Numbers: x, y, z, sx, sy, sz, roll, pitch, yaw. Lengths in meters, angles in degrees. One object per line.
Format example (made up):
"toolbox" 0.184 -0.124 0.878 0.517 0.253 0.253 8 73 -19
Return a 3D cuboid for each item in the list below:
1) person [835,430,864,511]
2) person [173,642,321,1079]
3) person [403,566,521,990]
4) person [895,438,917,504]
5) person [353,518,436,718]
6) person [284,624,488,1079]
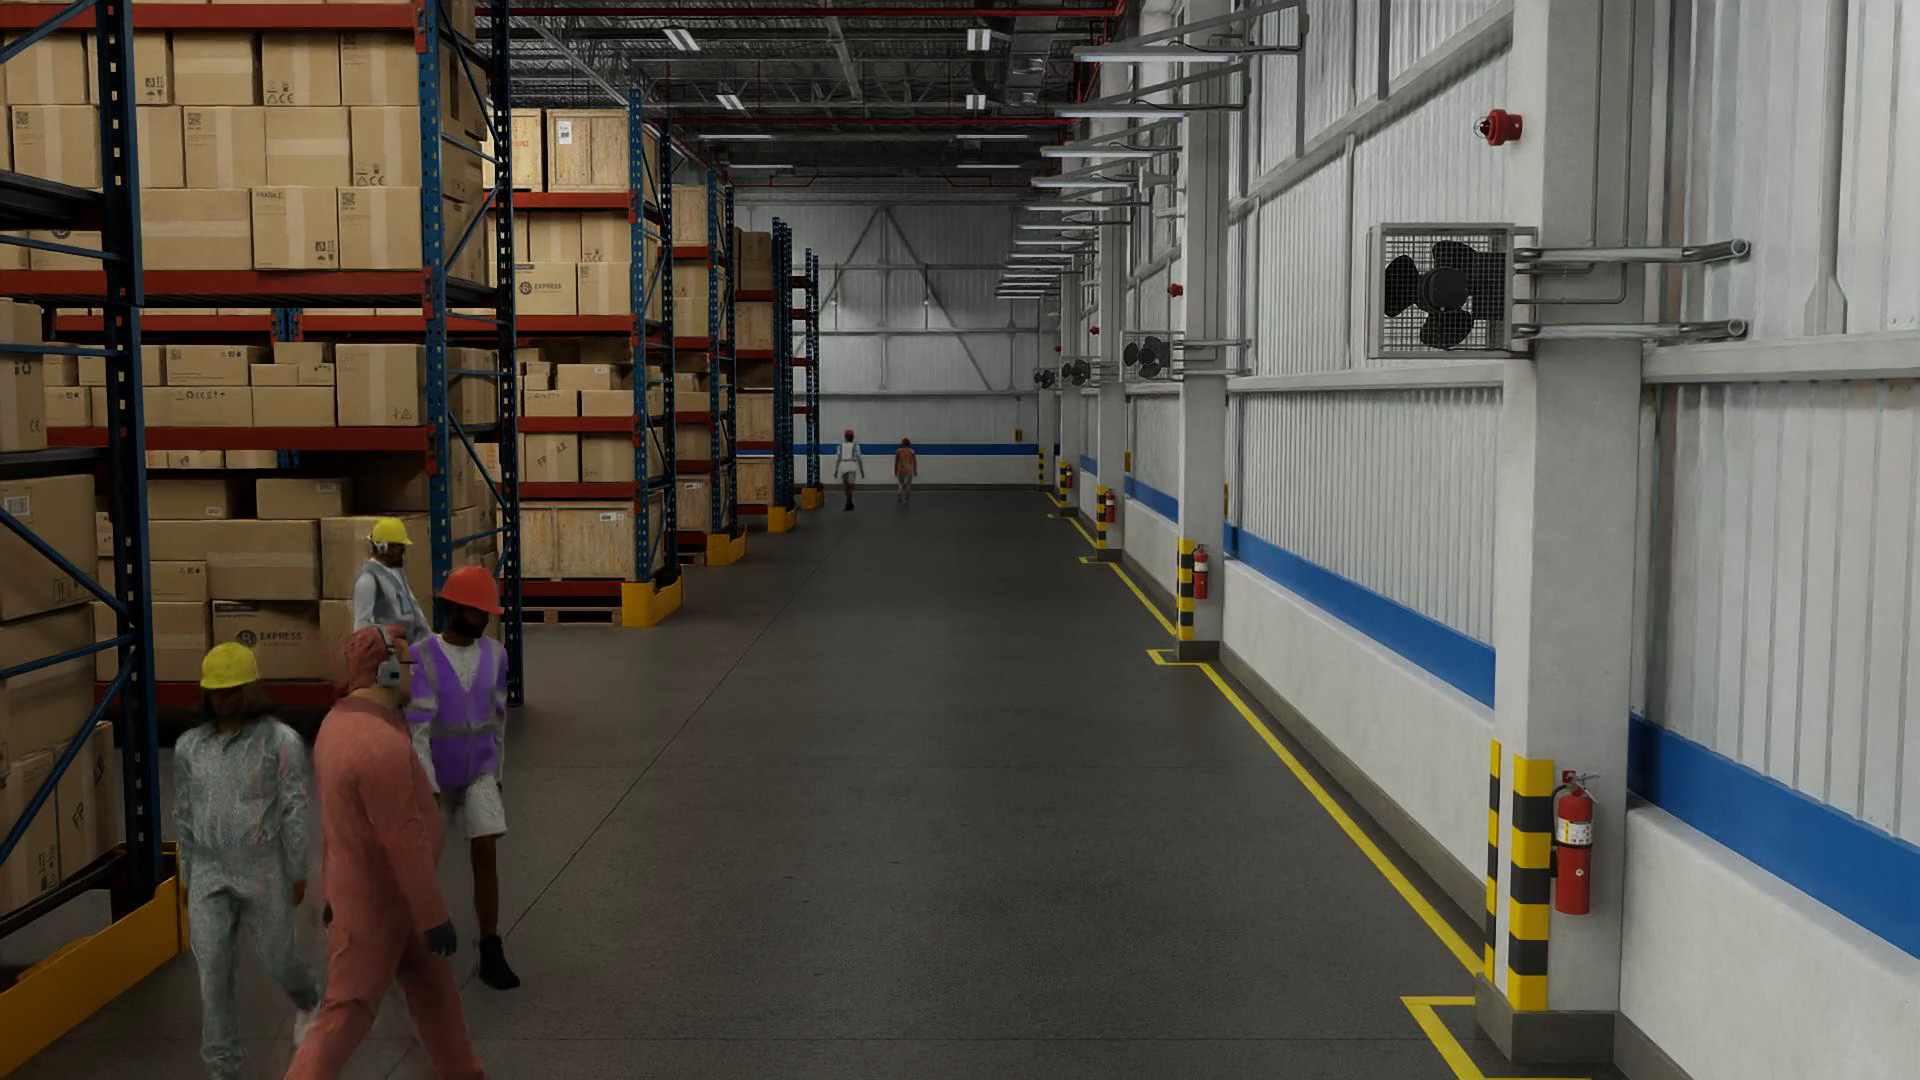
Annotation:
"person" -2.562 -1.614 38.589 0.619 1.865 1.031 1 5 12
"person" -2.693 1.226 6.292 0.493 1.728 0.635 0 5 -2
"person" -2.339 1.039 7.648 0.540 1.884 1.012 -4 6 -39
"person" -1.320 -1.682 40.794 0.532 1.616 0.623 1 5 12
"person" -3.890 0.736 11.631 0.950 1.771 0.595 0 5 -6
"person" -1.975 1.213 5.704 0.992 1.854 0.644 -2 5 -25
